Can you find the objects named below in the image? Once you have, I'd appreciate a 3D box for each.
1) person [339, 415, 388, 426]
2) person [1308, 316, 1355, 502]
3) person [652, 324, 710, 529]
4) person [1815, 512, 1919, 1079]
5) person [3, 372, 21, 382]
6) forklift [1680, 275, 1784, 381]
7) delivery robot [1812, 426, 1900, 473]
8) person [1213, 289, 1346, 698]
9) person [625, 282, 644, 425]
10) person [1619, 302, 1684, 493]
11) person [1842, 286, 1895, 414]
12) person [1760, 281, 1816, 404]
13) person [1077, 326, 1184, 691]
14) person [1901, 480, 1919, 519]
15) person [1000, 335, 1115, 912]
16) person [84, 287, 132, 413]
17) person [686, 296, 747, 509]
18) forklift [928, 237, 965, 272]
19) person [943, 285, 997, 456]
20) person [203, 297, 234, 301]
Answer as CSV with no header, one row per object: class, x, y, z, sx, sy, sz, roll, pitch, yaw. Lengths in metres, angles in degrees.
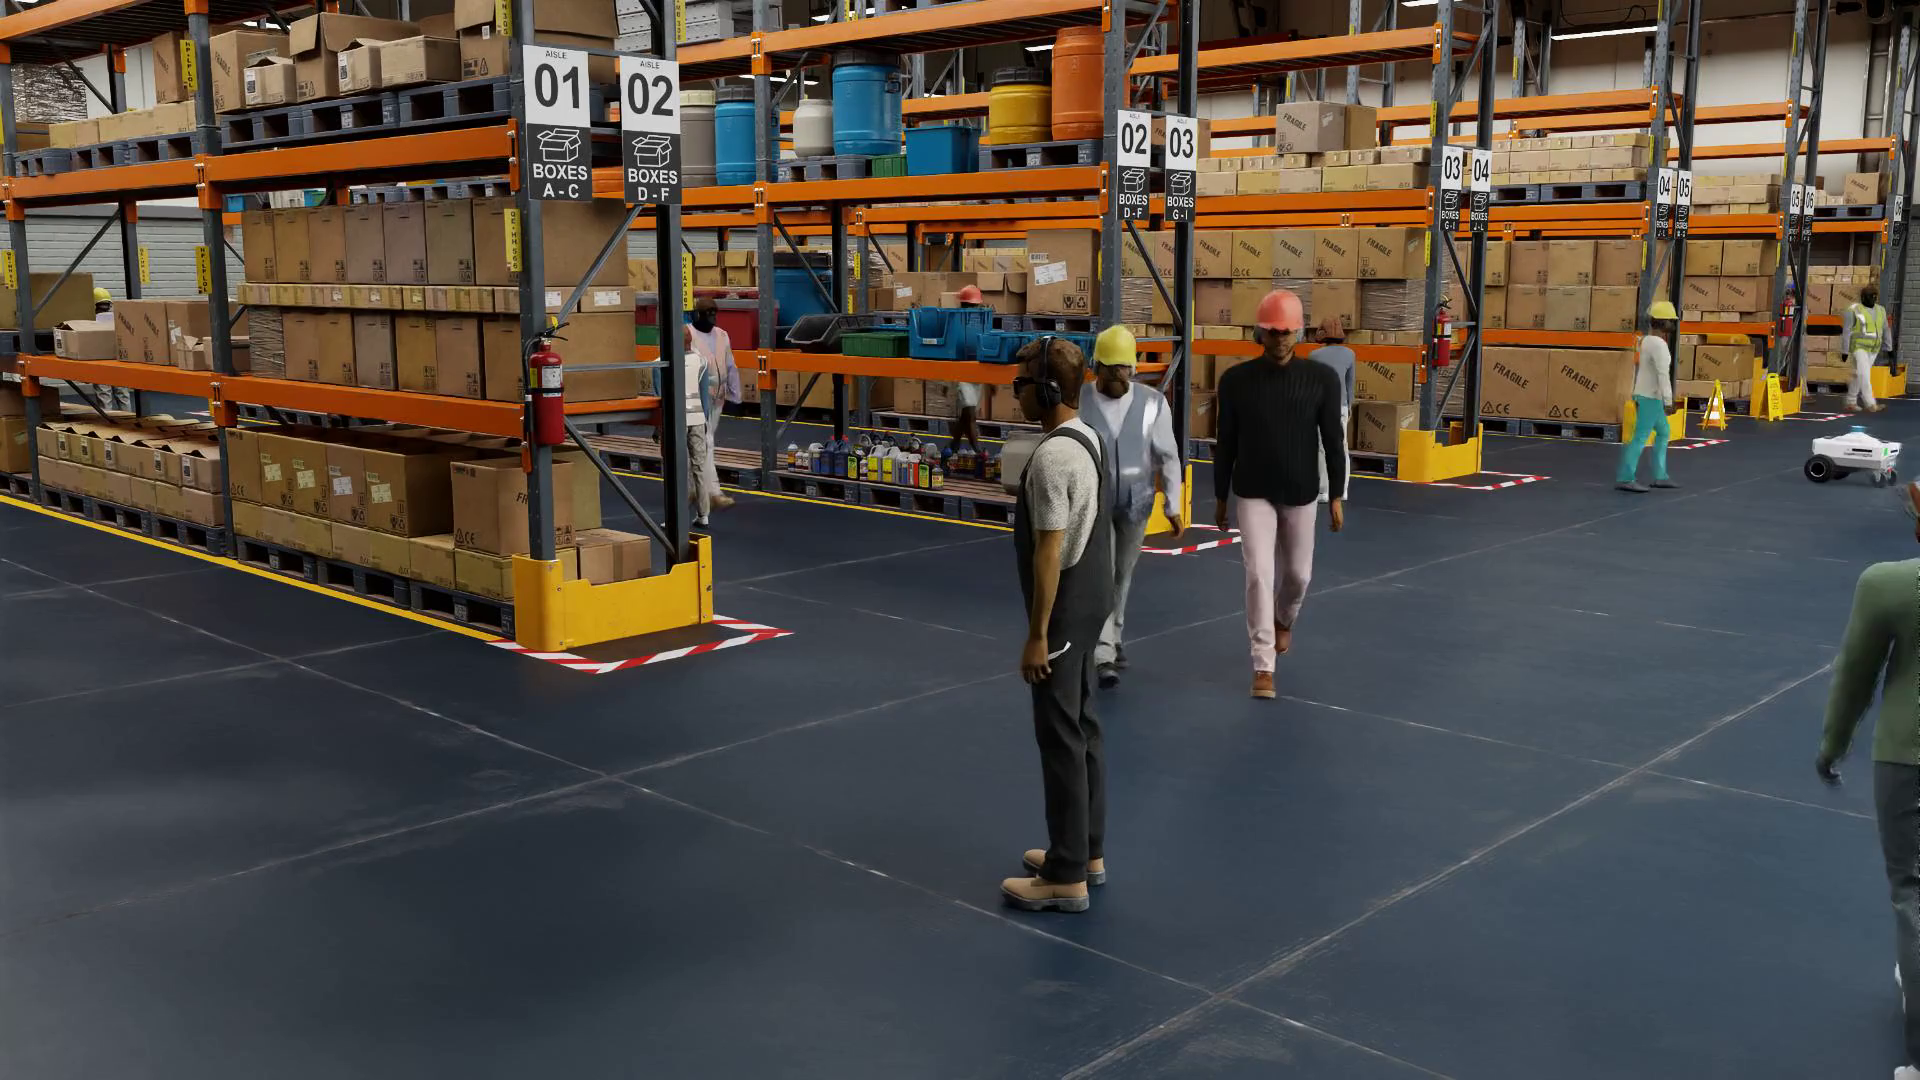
person,-5.227,-1.316,14.737,1.003,1.954,0.628,8,12,40
person,3.262,-1.152,14.690,0.505,1.632,0.269,-5,10,-26
person,-2.192,-0.897,13.105,0.515,1.641,0.314,-8,12,-40
person,2.502,0.573,4.244,0.515,1.587,0.848,3,10,17
person,-13.899,-2.806,24.106,0.335,1.873,0.520,8,12,40
forklift,12.480,-3.427,27.053,1.214,2.155,2.313,9,13,43
delivery robot,8.621,-0.854,16.008,0.477,0.478,0.707,-8,12,-41
person,1.577,-0.260,8.248,0.644,1.964,0.832,1,9,9
person,-4.557,-2.523,22.209,0.859,1.927,0.644,9,13,43
person,6.440,-1.300,15.238,0.722,1.740,0.554,1,9,9
person,12.916,-2.688,23.580,0.644,1.792,0.929,-3,10,-16
person,12.630,-3.032,25.397,0.979,1.913,0.614,-2,9,-9
person,0.776,-0.167,8.254,0.606,1.771,0.954,-1,9,-4
person,7.934,-1.020,13.031,0.829,1.920,0.642,6,11,33
person,0.327,0.262,5.403,0.333,1.842,0.508,3,10,17
person,-9.890,-2.000,19.275,0.403,1.835,0.586,5,11,30
person,-2.129,-1.177,14.298,0.855,1.804,0.648,7,12,36
forklift,-0.326,-5.817,39.609,1.129,2.768,1.873,9,13,43
person,0.081,-1.699,17.270,0.559,1.895,0.976,-6,11,-32
person,-12.228,-3.376,27.512,0.615,1.894,0.431,2,9,12
